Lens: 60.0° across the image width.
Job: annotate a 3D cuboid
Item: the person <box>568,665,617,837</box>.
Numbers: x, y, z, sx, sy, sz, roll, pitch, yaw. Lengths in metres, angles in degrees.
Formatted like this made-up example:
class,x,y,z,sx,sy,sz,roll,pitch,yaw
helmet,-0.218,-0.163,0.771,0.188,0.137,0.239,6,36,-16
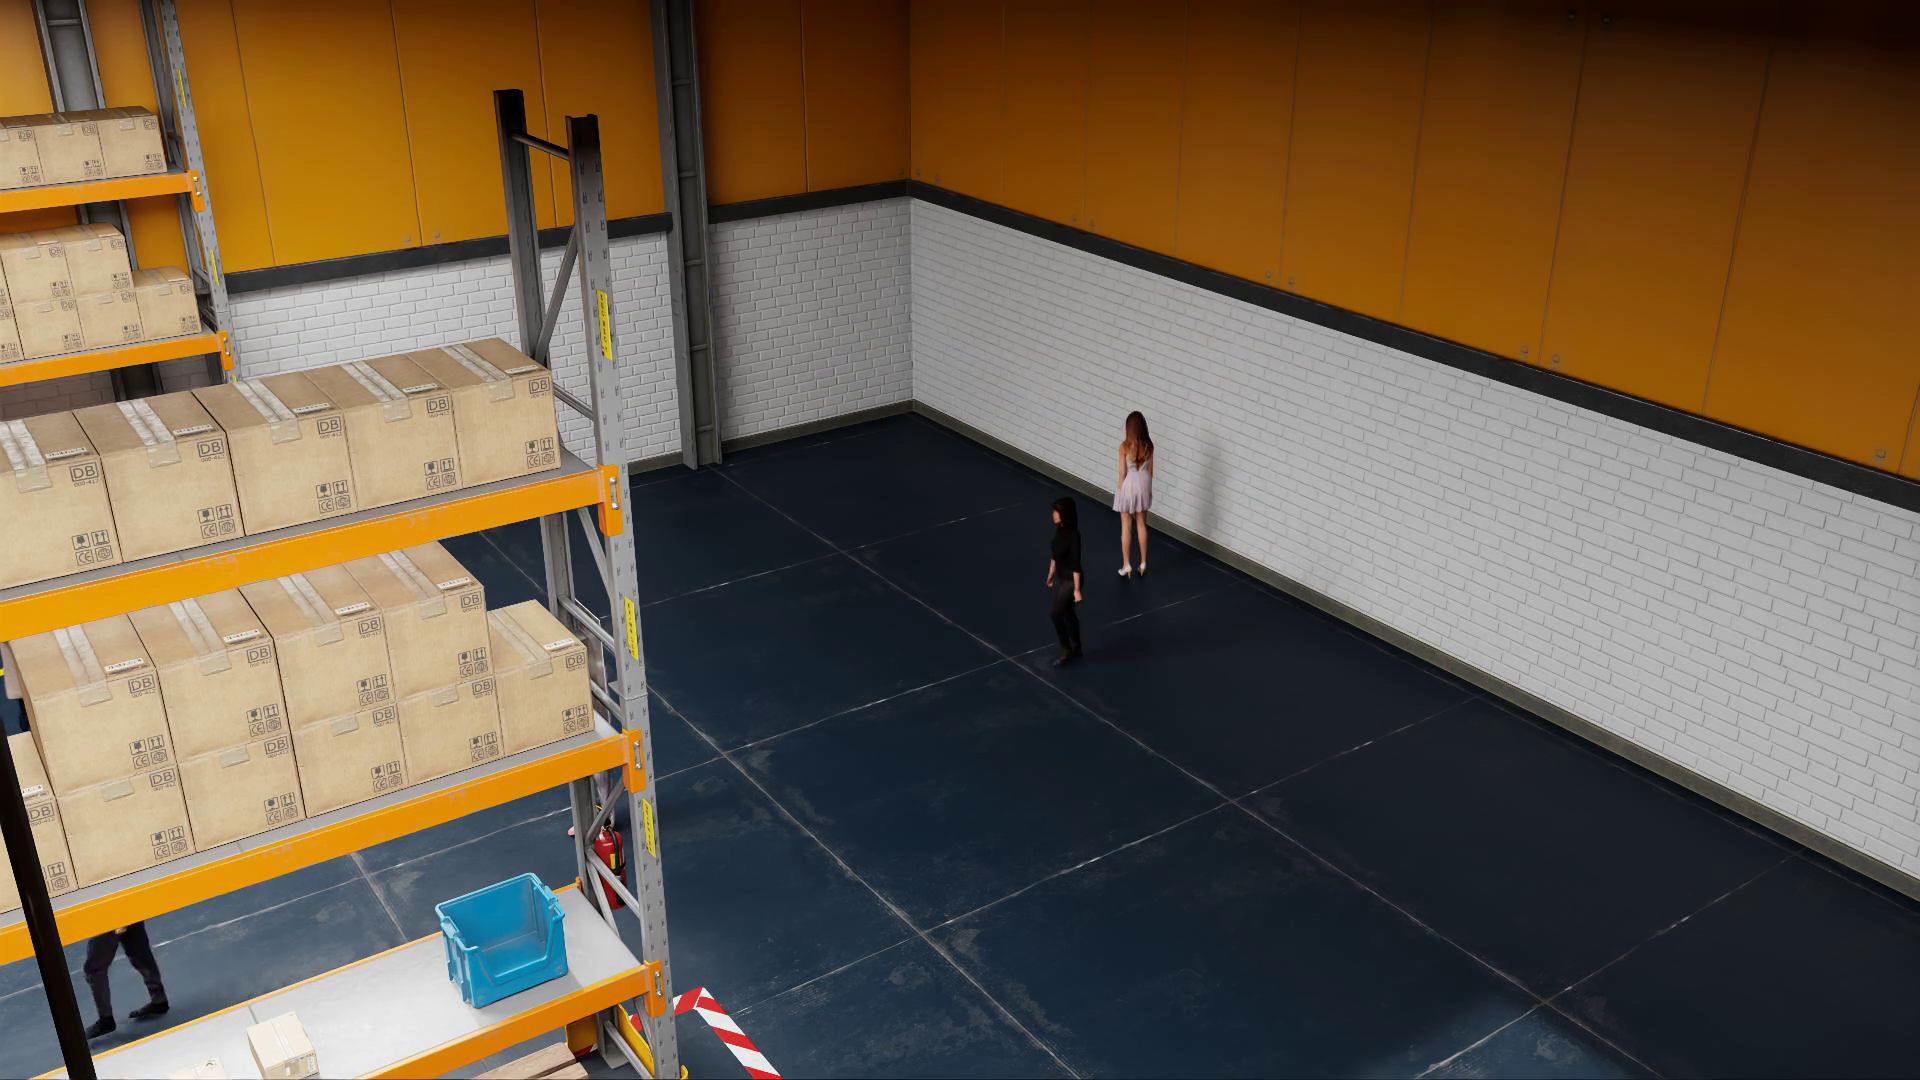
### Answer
class,x,y,z,sx,sy,sz,roll,pitch,yaw
person,-2.828,1.437,12.613,0.661,1.773,0.720,4,24,10

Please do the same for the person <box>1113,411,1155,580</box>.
class,x,y,z,sx,sy,sz,roll,pitch,yaw
person,1.777,-0.457,16.957,0.606,1.764,0.698,-7,25,-16

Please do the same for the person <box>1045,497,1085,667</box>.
class,x,y,z,sx,sy,sz,roll,pitch,yaw
person,1.064,0.369,15.241,0.673,1.624,0.682,-9,25,-19
